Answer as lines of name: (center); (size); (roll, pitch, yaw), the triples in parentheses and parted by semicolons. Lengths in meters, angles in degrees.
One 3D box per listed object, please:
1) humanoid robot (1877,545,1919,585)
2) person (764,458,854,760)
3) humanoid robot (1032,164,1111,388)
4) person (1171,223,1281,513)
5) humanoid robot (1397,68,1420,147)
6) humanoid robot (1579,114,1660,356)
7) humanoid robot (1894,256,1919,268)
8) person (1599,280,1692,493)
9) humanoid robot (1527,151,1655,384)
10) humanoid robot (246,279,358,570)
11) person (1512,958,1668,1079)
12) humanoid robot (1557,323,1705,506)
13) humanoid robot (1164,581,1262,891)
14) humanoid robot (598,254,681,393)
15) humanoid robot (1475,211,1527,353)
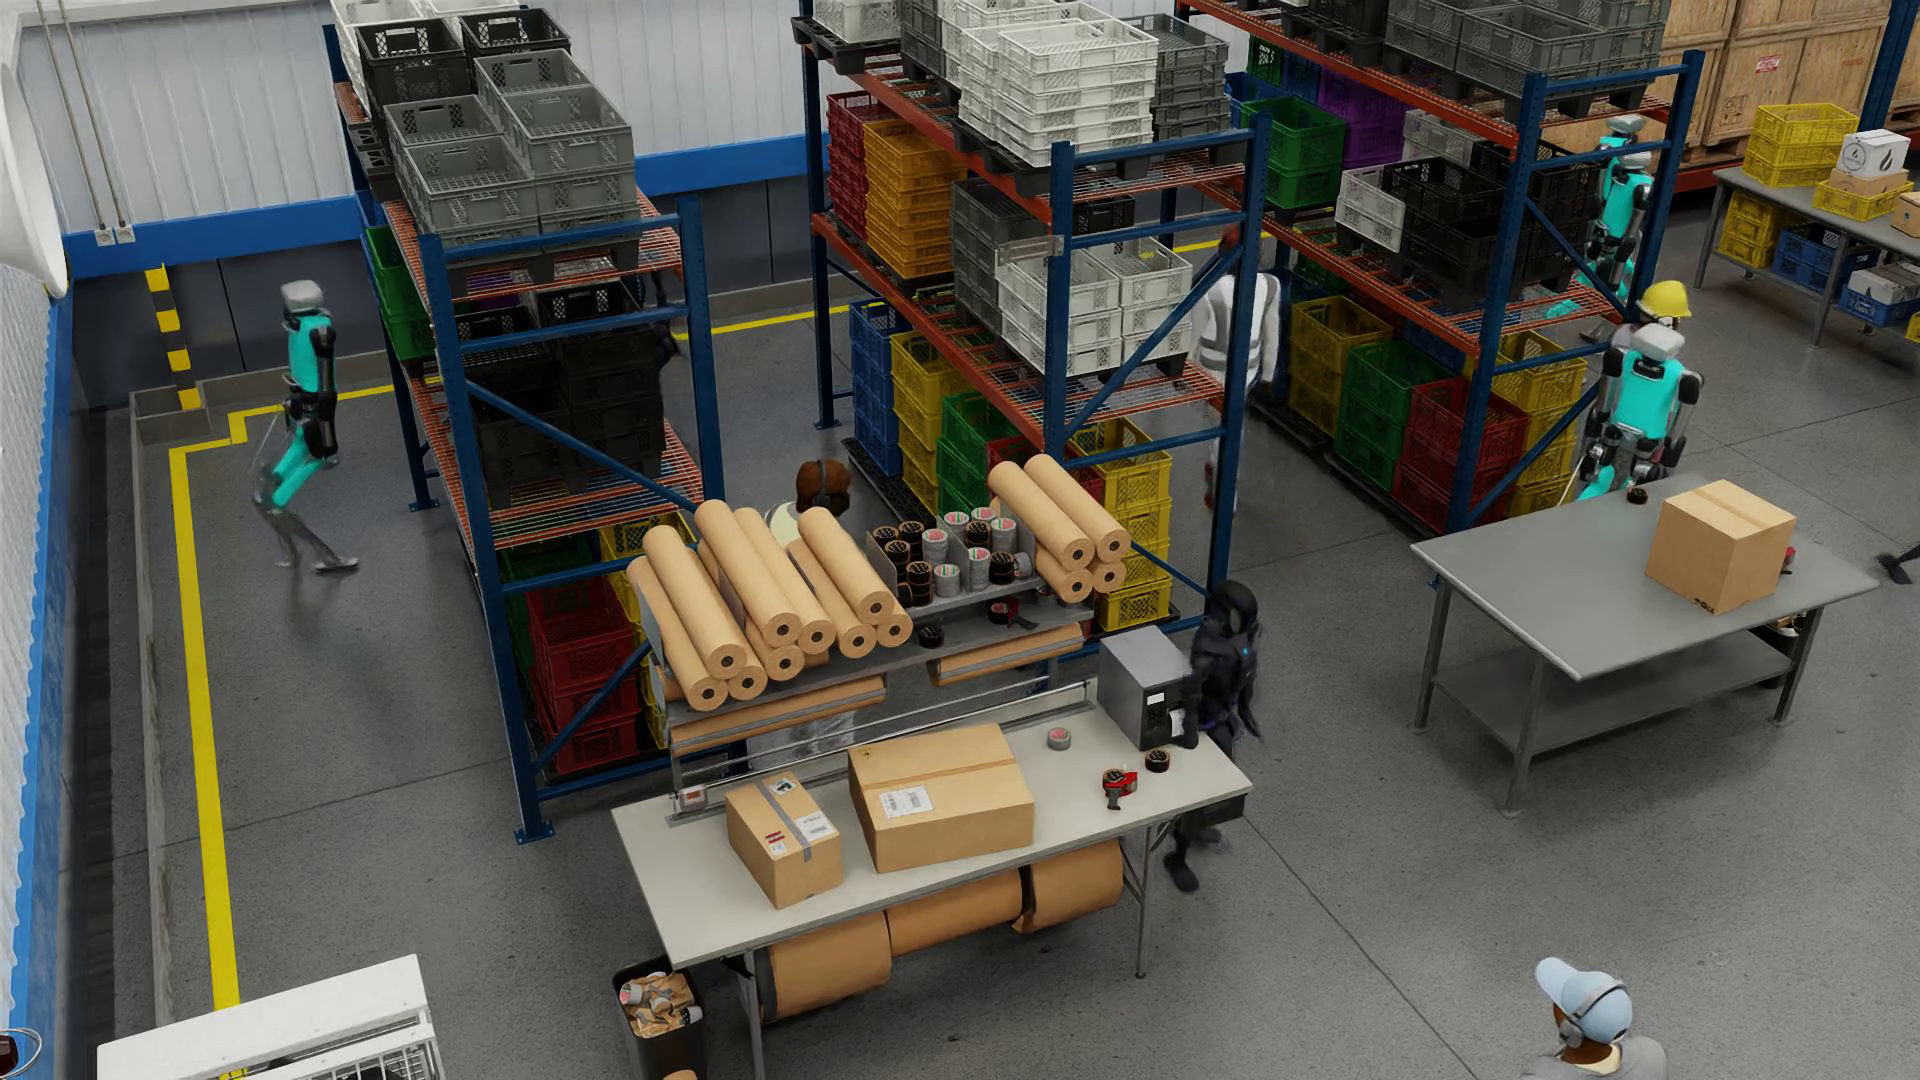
humanoid robot: (5.729, -0.360, 9.257); (0.600, 1.637, 0.765); (-19, 36, -28)
person: (-0.632, 0.444, 7.754); (0.431, 1.838, 0.622); (-22, 38, -32)
humanoid robot: (0.637, -1.762, 11.535); (0.772, 1.881, 0.534); (26, 40, 35)
person: (1.577, -1.058, 10.175); (0.579, 1.859, 0.748); (-13, 34, -20)
humanoid robot: (3.660, -3.255, 13.899); (0.315, 1.657, 0.599); (1, 32, 1)
humanoid robot: (4.848, -2.160, 12.103); (0.682, 1.834, 0.537); (24, 39, 34)
humanoid robot: (7.911, -2.922, 13.379); (0.414, 1.647, 0.603); (22, 38, 32)
person: (3.840, -0.615, 9.479); (0.404, 1.831, 0.587); (-5, 32, -8)
humanoid robot: (4.306, -1.897, 11.566); (0.754, 1.698, 0.533); (-1, 32, -1)
humanoid robot: (-3.849, -0.557, 9.484); (0.786, 1.785, 0.530); (-23, 38, -32)
person: (1.819, 2.015, 5.188); (0.588, 1.852, 0.370); (-13, 34, -20)
humanoid robot: (3.527, -0.248, 9.047); (0.548, 1.868, 0.707); (27, 41, 36)
humanoid robot: (1.073, 0.826, 7.285); (0.409, 1.637, 0.603); (20, 37, 29)
humanoid robot: (-2.070, -1.259, 10.684); (0.533, 1.640, 0.610); (25, 39, 34)
humanoid robot: (3.680, -1.780, 11.517); (0.590, 1.639, 0.422); (-13, 34, -21)
